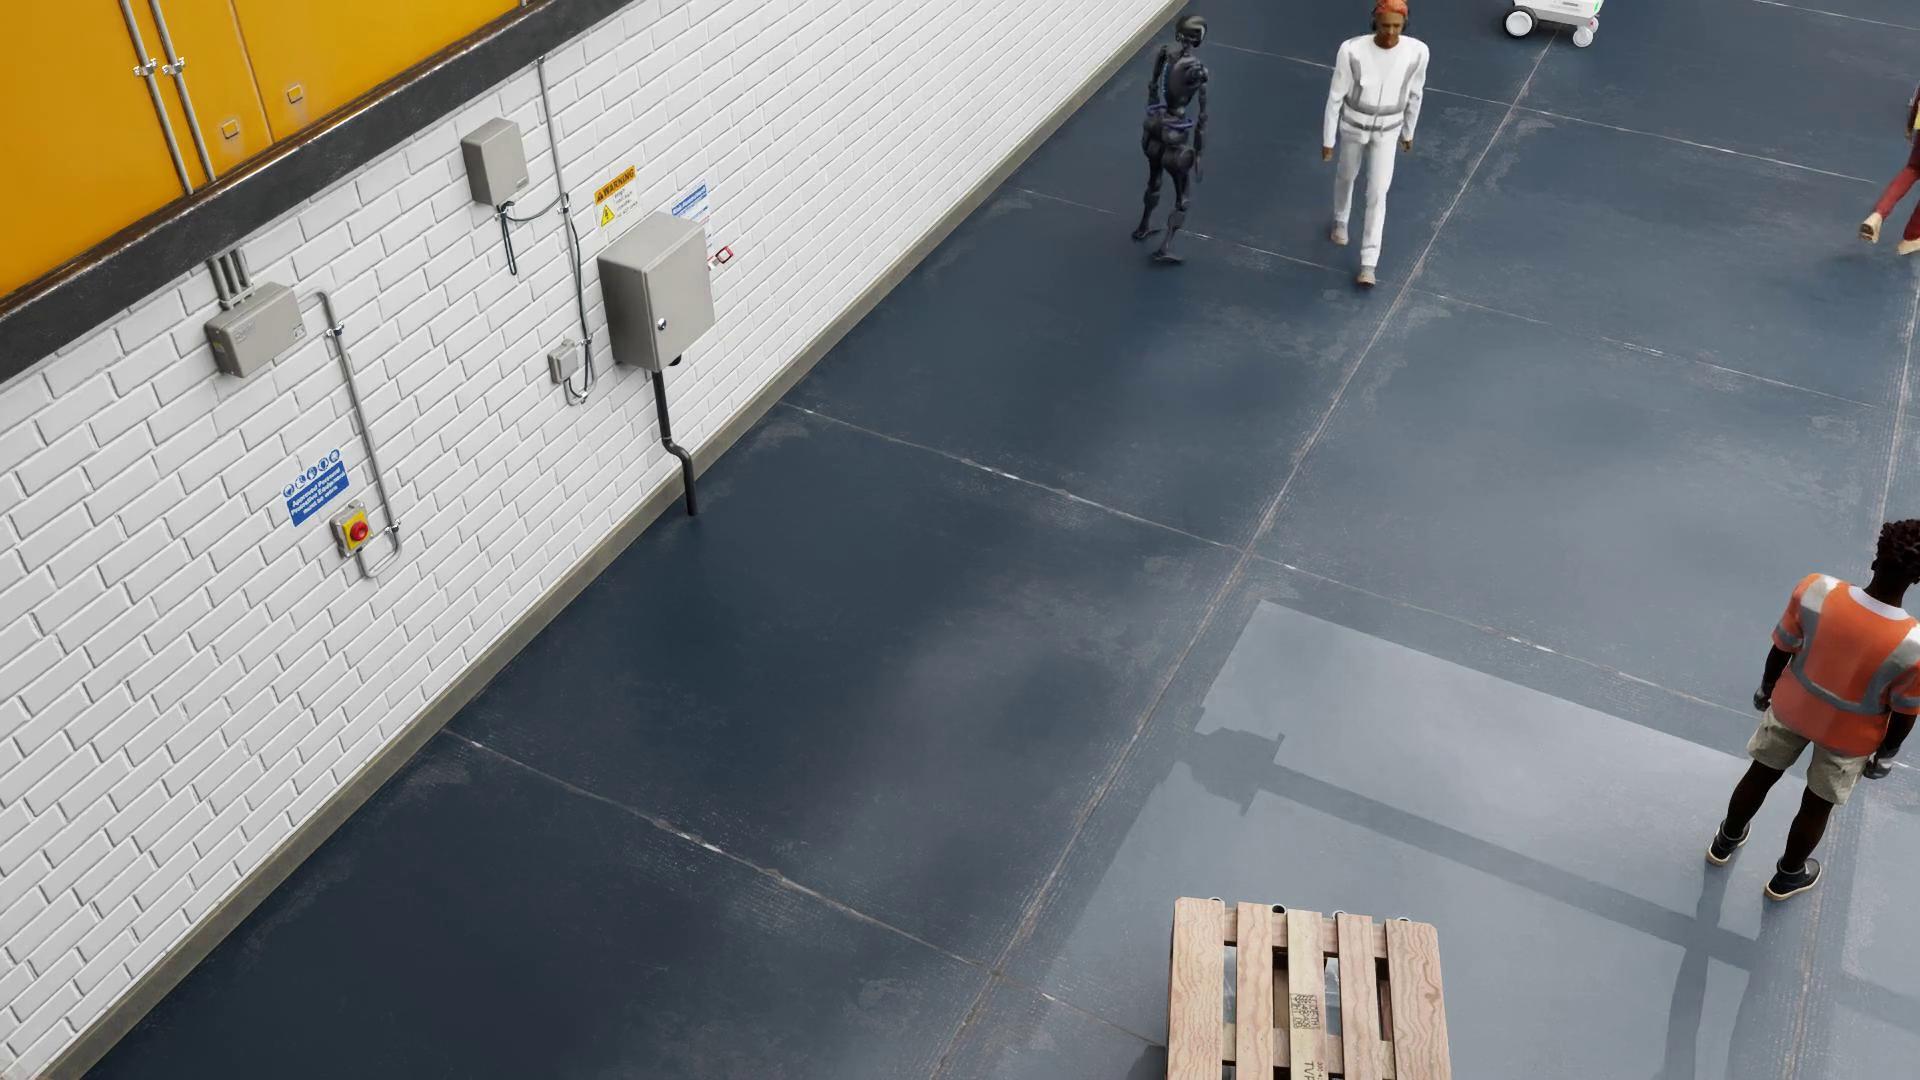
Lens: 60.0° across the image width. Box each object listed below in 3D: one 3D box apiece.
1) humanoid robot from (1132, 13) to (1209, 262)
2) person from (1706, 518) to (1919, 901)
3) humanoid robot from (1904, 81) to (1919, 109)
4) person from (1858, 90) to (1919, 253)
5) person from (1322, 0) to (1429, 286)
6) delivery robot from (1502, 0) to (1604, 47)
[{"bbox_3d":[1.347,-2.608,10.785,0.397,1.637,0.609,-23,46,-24],"label":"humanoid robot"},{"bbox_3d":[3.512,0.703,6.725,0.368,1.966,0.606,-30,49,-30],"label":"person"},{"bbox_3d":[7.529,-3.840,12.212,1.032,1.785,0.539,-9,42,-11],"label":"humanoid robot"},{"bbox_3d":[6.322,-2.628,10.747,0.541,1.750,0.497,-22,45,-23],"label":"person"},{"bbox_3d":[2.619,-2.584,10.640,0.602,1.825,0.997,5,41,6],"label":"person"},{"bbox_3d":[4.914,-4.435,13.772,0.804,0.610,0.499,18,44,19],"label":"delivery robot"}]
